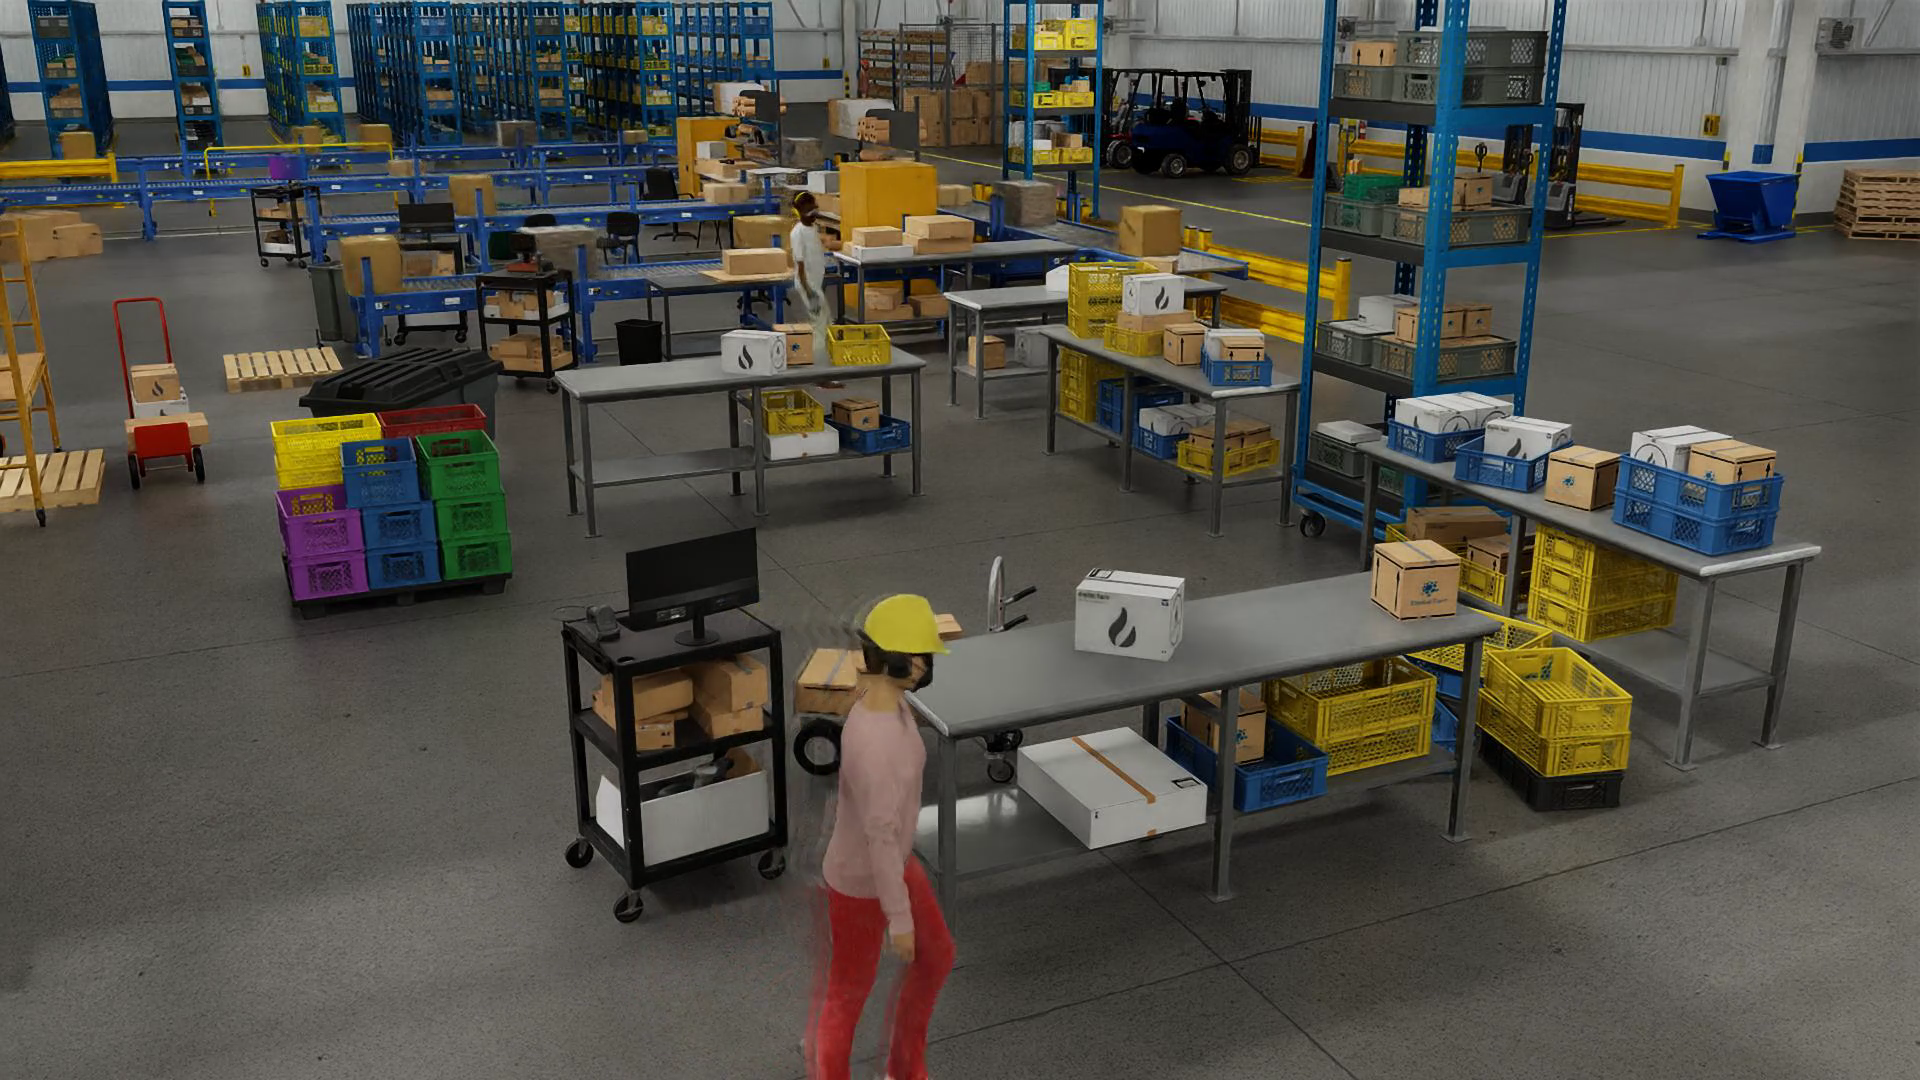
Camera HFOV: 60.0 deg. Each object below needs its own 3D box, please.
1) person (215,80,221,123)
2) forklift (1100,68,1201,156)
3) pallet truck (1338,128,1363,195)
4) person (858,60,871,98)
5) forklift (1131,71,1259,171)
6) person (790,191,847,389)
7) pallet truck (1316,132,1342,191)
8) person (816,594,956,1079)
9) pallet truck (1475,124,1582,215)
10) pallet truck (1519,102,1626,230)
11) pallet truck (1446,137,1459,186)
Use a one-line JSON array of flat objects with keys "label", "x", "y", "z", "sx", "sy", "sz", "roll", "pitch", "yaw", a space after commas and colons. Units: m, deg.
[{"label": "person", "x": -22.479, "y": -13.286, "z": 49.909, "sx": 0.429, "sy": 1.815, "sz": 0.627, "roll": -12, "pitch": 21, "yaw": -34}, {"label": "forklift", "x": 4.082, "y": -9.564, "z": 37.410, "sx": 2.680, "sy": 1.987, "sz": 1.157, "roll": -8, "pitch": 19, "yaw": -23}, {"label": "pallet truck", "x": 7.845, "y": -7.140, "z": 31.411, "sx": 1.522, "sy": 1.261, "sz": 0.704, "roll": -9, "pitch": 20, "yaw": -25}, {"label": "person", "x": -2.898, "y": -13.577, "z": 50.568, "sx": 0.402, "sy": 1.987, "sz": 0.608, "roll": -6, "pitch": 19, "yaw": -18}, {"label": "forklift", "x": 4.998, "y": -8.936, "z": 35.413, "sx": 2.680, "sy": 1.987, "sz": 1.157, "roll": -9, "pitch": 20, "yaw": -25}, {"label": "person", "x": -1.324, "y": -2.273, "z": 15.209, "sx": 0.537, "sy": 1.831, "sz": 0.587, "roll": 3, "pitch": 18, "yaw": 8}, {"label": "pallet truck", "x": 7.723, "y": -7.504, "z": 32.656, "sx": 1.601, "sy": 1.201, "sz": 0.680, "roll": -8, "pitch": 19, "yaw": -23}, {"label": "person", "x": -0.189, "y": 1.013, "z": 5.000, "sx": 0.602, "sy": 1.732, "sz": 0.578, "roll": 4, "pitch": 18, "yaw": 11}, {"label": "pallet truck", "x": 9.707, "y": -6.455, "z": 28.103, "sx": 1.885, "sy": 1.965, "sz": 0.823, "roll": -7, "pitch": 19, "yaw": -20}, {"label": "pallet truck", "x": 9.972, "y": -6.037, "z": 26.785, "sx": 1.885, "sy": 1.965, "sz": 0.823, "roll": -9, "pitch": 20, "yaw": -25}, {"label": "pallet truck", "x": 9.184, "y": -6.485, "z": 29.328, "sx": 1.630, "sy": 1.274, "sz": 0.653, "roll": -8, "pitch": 19, "yaw": -23}]
